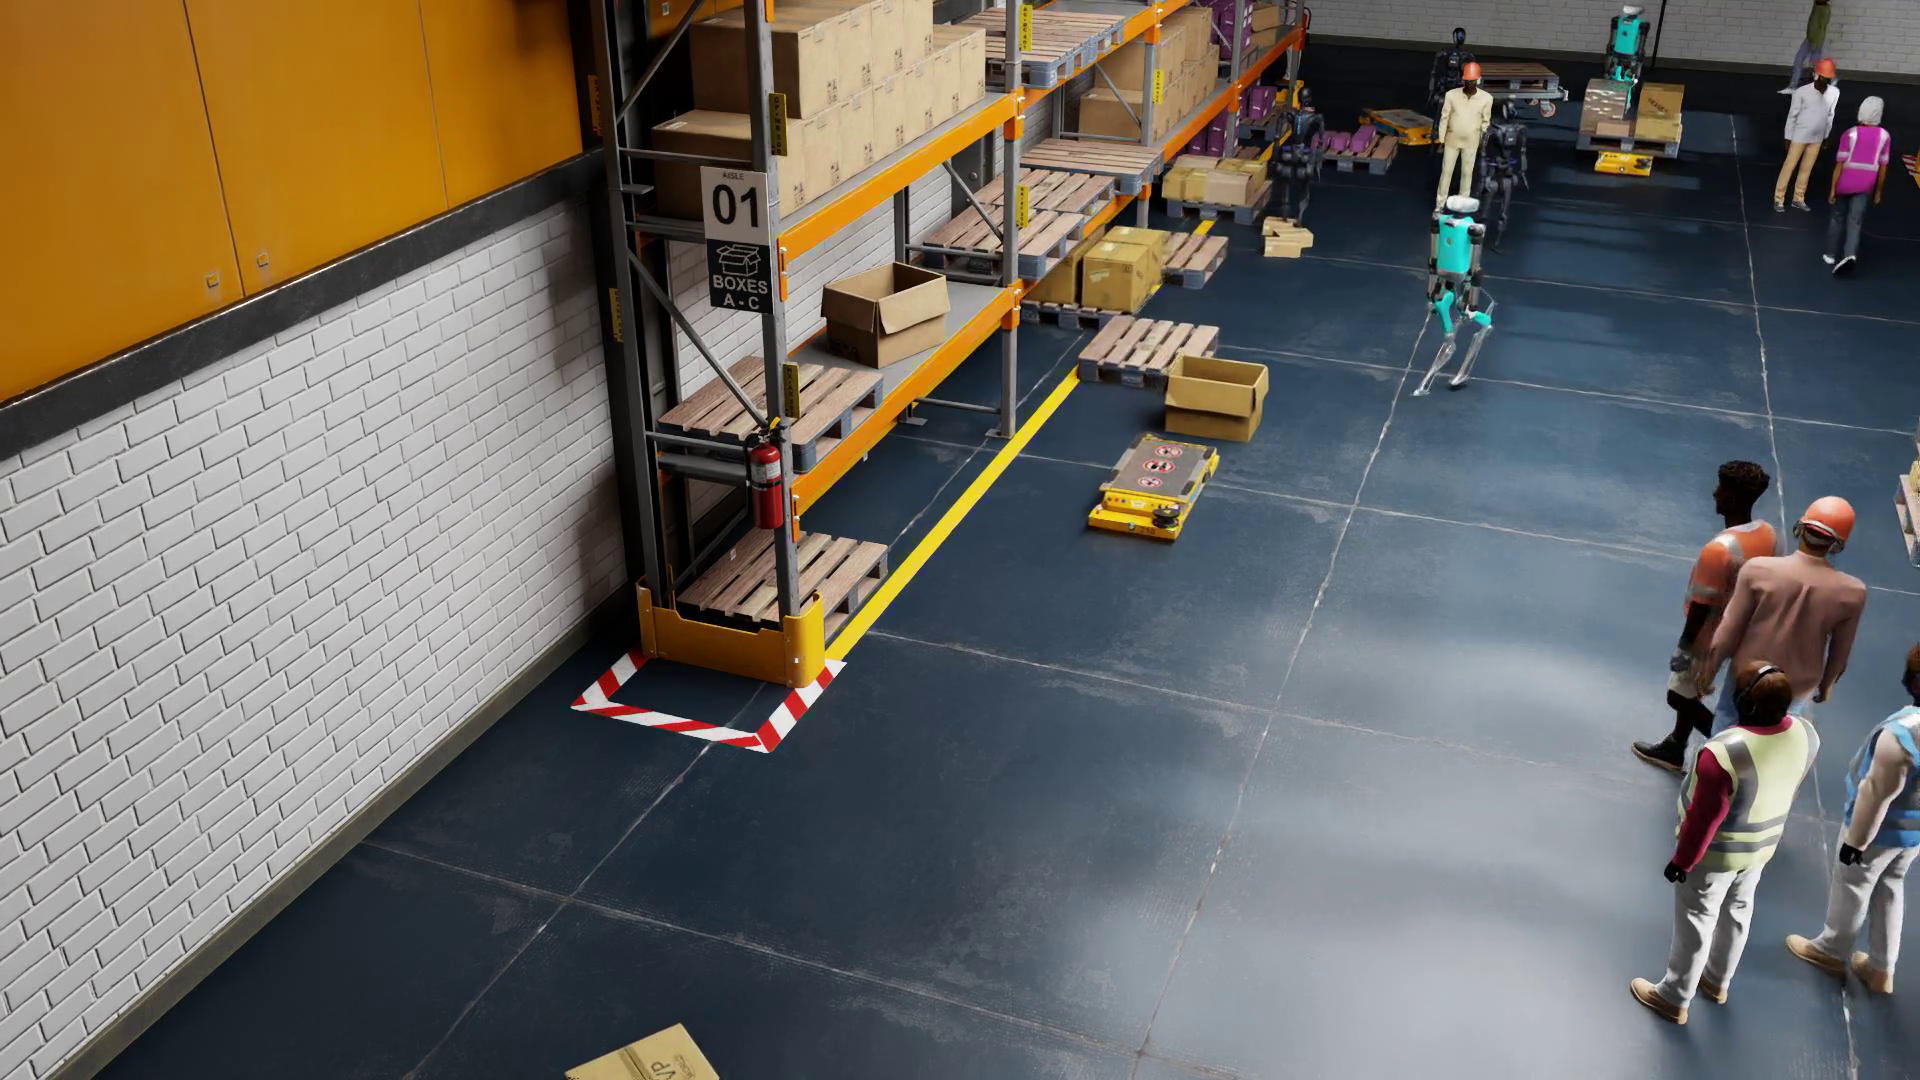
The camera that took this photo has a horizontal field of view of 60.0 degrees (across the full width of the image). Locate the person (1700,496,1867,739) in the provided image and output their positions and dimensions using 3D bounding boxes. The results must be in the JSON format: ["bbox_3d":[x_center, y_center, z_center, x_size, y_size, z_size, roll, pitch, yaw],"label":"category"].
[{"bbox_3d":[4.215,0.663,8.614,0.644,1.966,0.494,11,29,20],"label":"person"}]

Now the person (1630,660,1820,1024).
[{"bbox_3d":[3.404,1.346,7.424,0.632,1.843,0.429,-13,30,-23],"label":"person"}]

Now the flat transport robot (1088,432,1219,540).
[{"bbox_3d":[1.487,-0.426,12.576,0.659,0.231,1.431,10,29,18],"label":"flat transport robot"}]

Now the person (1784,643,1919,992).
[{"bbox_3d":[4.244,1.271,7.583,0.640,1.835,0.515,-13,30,-23],"label":"person"}]

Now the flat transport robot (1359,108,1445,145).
[{"bbox_3d":[6.075,-5.640,22.691,0.659,0.231,1.431,-7,28,-13],"label":"flat transport robot"}]

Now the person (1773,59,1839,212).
[{"bbox_3d":[9.784,-4.660,19.170,0.571,1.746,0.345,-3,27,-6],"label":"person"}]

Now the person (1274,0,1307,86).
[{"bbox_3d":[5.055,-7.908,25.271,0.373,1.940,0.629,12,30,22],"label":"person"}]

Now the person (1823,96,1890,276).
[{"bbox_3d":[9.247,-3.626,17.131,0.522,1.795,0.857,10,29,18],"label":"person"}]

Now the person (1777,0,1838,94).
[{"bbox_3d":[12.723,-7.399,24.653,0.738,1.598,0.502,1,27,1],"label":"person"}]

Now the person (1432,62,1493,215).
[{"bbox_3d":[5.728,-4.559,18.972,0.560,1.752,0.325,8,28,15],"label":"person"}]

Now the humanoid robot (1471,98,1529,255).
[{"bbox_3d":[5.774,-3.927,17.847,0.599,1.645,0.543,-6,28,-12],"label":"humanoid robot"}]

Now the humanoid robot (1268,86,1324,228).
[{"bbox_3d":[3.679,-4.140,18.249,0.584,1.647,0.375,9,29,17],"label":"humanoid robot"}]

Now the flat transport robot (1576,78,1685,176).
[{"bbox_3d":[8.561,-4.962,21.375,0.659,0.231,1.431,11,29,20],"label":"flat transport robot"}]

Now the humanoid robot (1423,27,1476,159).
[{"bbox_3d":[6.268,-5.696,21.245,0.599,1.659,0.315,10,29,19],"label":"humanoid robot"}]

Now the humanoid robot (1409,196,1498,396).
[{"bbox_3d":[4.304,-2.074,14.194,0.837,1.803,0.544,-18,32,-31],"label":"humanoid robot"}]

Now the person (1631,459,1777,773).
[{"bbox_3d":[4.125,0.504,8.942,0.623,1.943,0.691,-23,35,-37],"label":"person"}]

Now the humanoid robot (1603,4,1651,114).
[{"bbox_3d":[9.034,-6.323,22.429,0.751,1.792,0.566,-22,35,-36],"label":"humanoid robot"}]

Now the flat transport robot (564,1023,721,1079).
[{"bbox_3d":[-1.157,2.784,6.350,1.431,0.231,0.659,-17,32,-29],"label":"flat transport robot"}]
